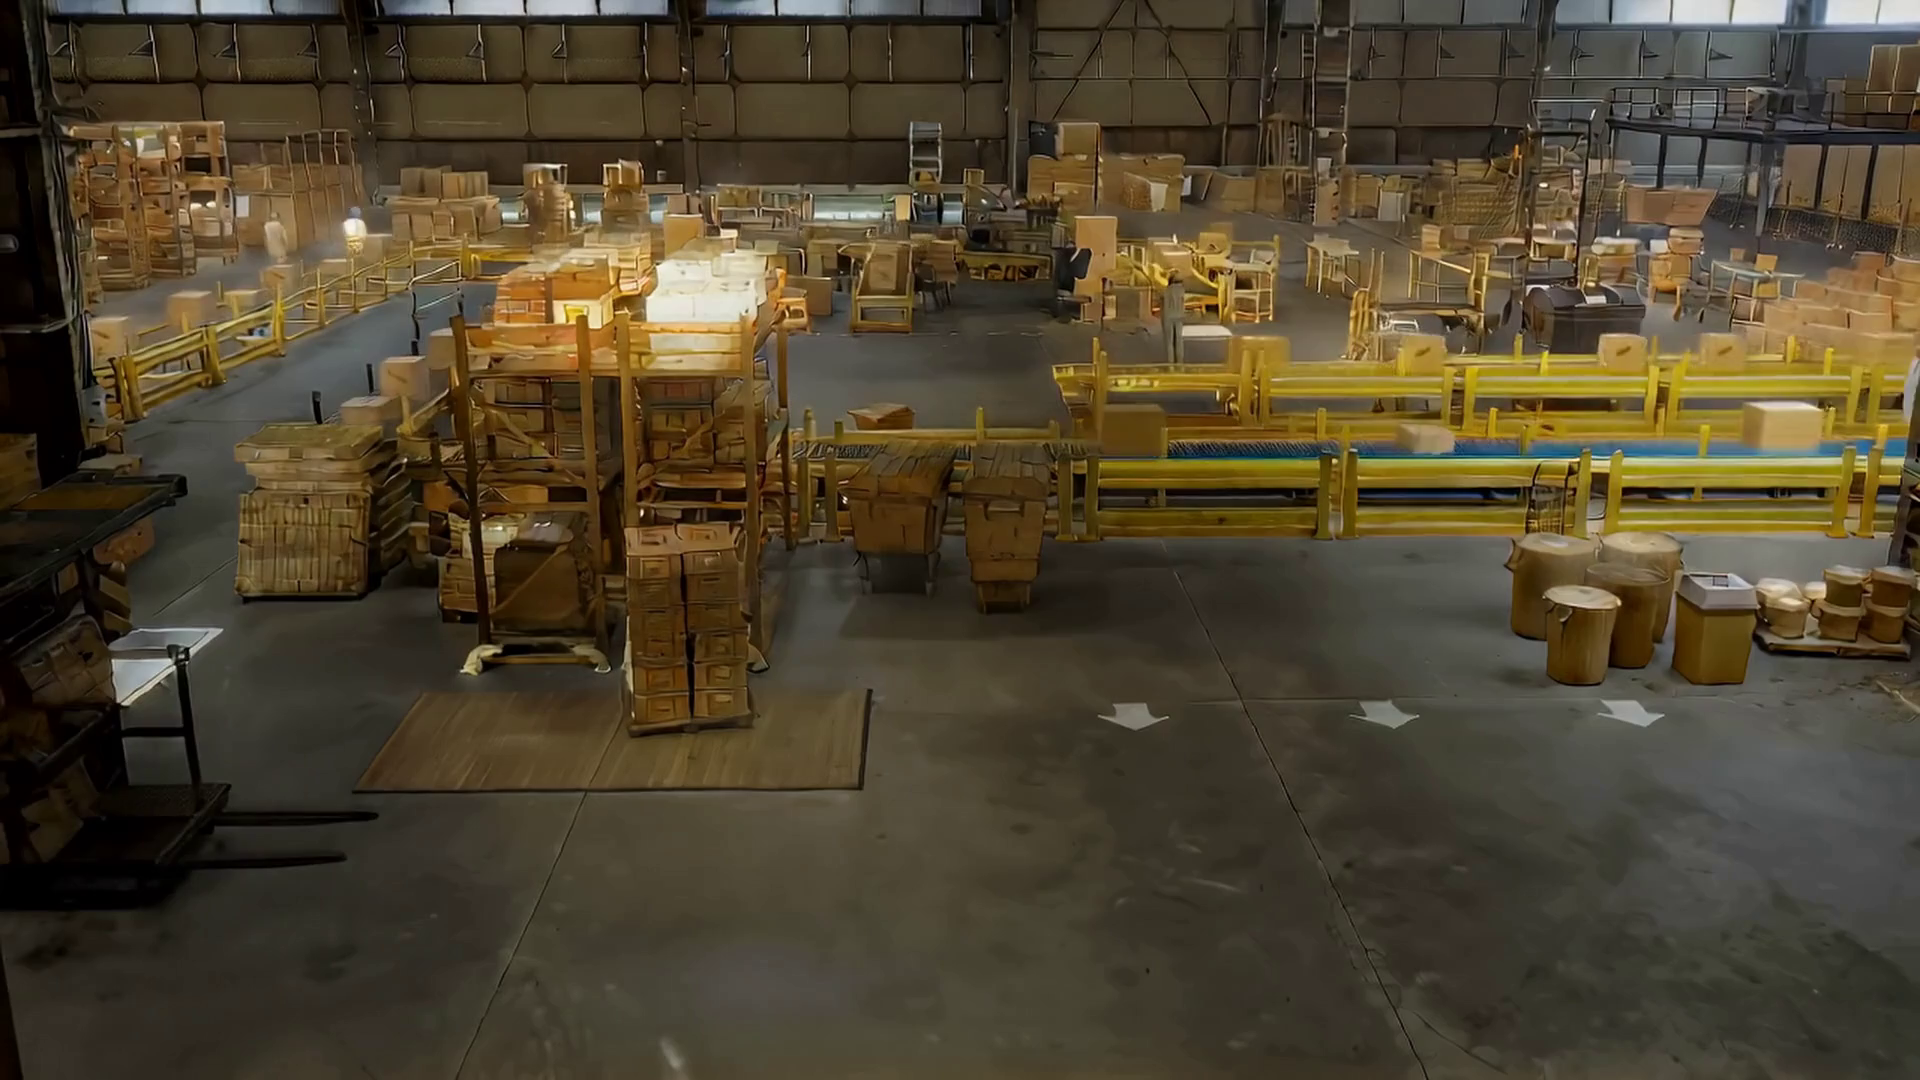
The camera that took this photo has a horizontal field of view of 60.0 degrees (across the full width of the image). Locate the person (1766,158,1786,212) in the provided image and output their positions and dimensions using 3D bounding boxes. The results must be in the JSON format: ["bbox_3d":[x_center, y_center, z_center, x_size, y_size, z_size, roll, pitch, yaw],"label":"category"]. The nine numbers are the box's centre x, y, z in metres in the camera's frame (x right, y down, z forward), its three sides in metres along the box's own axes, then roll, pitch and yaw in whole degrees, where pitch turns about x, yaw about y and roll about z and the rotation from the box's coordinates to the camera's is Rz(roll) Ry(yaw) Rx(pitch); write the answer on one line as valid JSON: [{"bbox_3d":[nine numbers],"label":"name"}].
[{"bbox_3d":[28.315,-12.292,57.655,0.583,1.836,0.968,-2,16,-6],"label":"person"}]

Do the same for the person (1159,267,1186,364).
[{"bbox_3d":[3.551,-3.699,27.930,0.522,1.762,0.320,-13,20,-37],"label":"person"}]

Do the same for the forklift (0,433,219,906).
[{"bbox_3d":[-5.952,0.780,10.366,1.873,2.768,1.129,0,16,-1],"label":"forklift"}]

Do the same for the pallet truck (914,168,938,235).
[{"bbox_3d":[-0.989,-10.316,50.507,0.823,1.965,1.885,1,16,3],"label":"pallet truck"}]

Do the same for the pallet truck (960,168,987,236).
[{"bbox_3d":[0.383,-10.230,50.206,0.823,1.965,1.885,-1,16,-3],"label":"pallet truck"}]

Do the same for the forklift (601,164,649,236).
[{"bbox_3d":[-9.948,-10.127,49.296,1.157,1.987,2.680,-1,16,-3],"label":"forklift"}]

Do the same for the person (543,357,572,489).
[{"bbox_3d":[-4.671,-1.417,20.185,0.785,1.658,0.539,-6,17,-20],"label":"person"}]

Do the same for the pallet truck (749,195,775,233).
[{"bbox_3d":[-6.051,-9.967,50.660,0.680,1.201,1.601,0,16,-1],"label":"pallet truck"}]

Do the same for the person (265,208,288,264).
[{"bbox_3d":[-15.312,-6.501,37.403,0.406,1.911,0.638,-15,22,-41],"label":"person"}]

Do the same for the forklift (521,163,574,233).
[{"bbox_3d":[-12.233,-10.122,49.298,1.157,1.987,2.680,0,16,-1],"label":"forklift"}]

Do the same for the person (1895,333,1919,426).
[{"bbox_3d":[12.154,-1.724,20.993,0.804,1.806,0.595,-1,16,-3],"label":"person"}]

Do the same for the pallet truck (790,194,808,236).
[{"bbox_3d":[-4.814,-9.883,50.259,0.704,1.261,1.522,-1,16,-3],"label":"pallet truck"}]

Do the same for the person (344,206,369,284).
[{"bbox_3d":[-14.110,-6.947,39.134,0.585,1.802,0.741,7,17,22],"label":"person"}]

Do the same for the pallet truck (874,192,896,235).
[{"bbox_3d":[-2.277,-9.986,50.594,0.653,1.274,1.630,0,16,-1],"label":"pallet truck"}]
